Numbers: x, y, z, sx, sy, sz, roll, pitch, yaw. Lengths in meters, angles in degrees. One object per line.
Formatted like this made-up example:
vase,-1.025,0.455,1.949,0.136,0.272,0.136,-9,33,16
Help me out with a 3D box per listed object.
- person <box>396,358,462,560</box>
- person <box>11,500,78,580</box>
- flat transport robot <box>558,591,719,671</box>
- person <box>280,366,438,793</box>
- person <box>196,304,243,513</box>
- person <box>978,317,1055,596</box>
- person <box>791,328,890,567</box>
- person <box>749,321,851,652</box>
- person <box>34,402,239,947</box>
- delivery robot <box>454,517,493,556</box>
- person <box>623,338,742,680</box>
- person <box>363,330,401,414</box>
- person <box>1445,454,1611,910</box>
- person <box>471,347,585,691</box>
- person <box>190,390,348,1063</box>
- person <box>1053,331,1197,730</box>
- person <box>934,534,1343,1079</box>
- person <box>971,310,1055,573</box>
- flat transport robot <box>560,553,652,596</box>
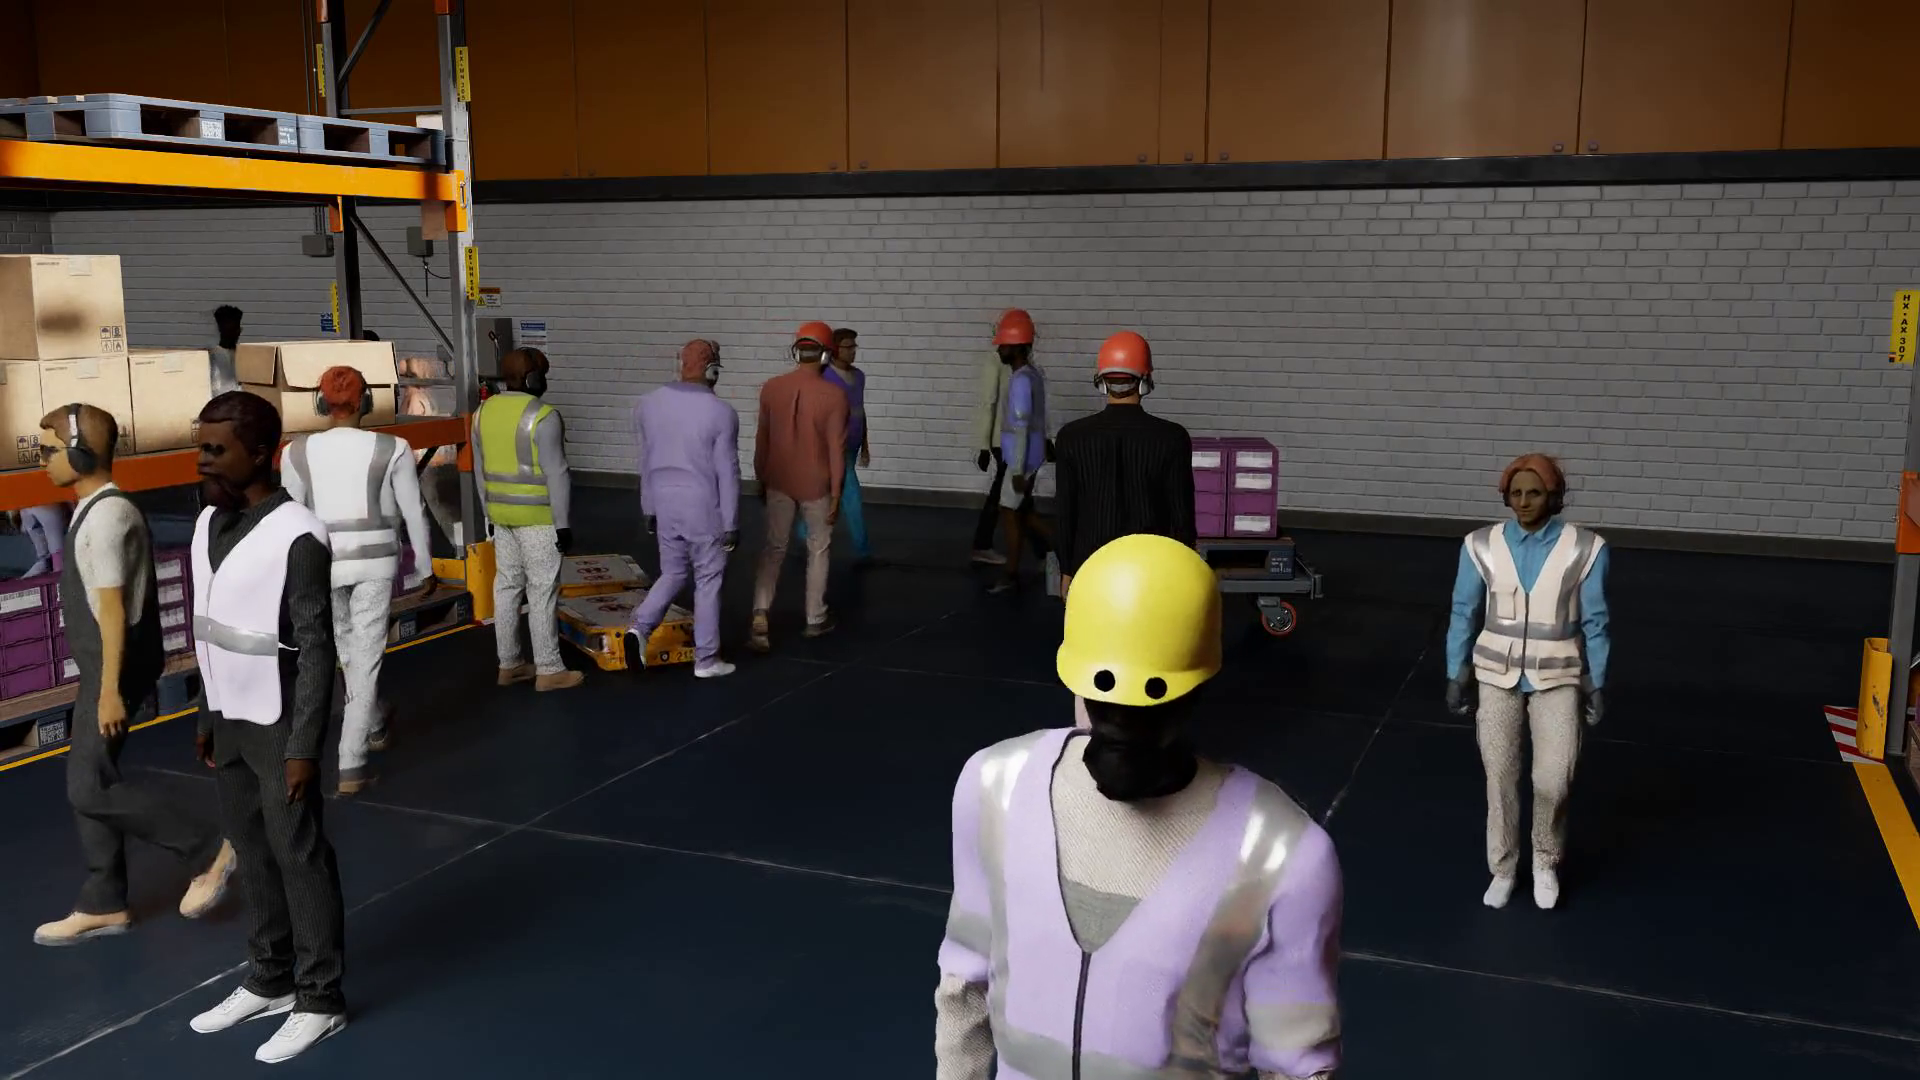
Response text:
person,-4.044,-0.556,12.366,0.864,1.596,0.513,-4,10,-24
person,-5.315,-0.182,9.613,0.534,1.757,0.482,5,10,26
flat transport robot,-2.009,0.509,9.908,0.652,0.197,1.431,-5,11,-30
person,-2.679,0.144,7.432,0.590,1.828,1.026,0,9,-1
person,-6.339,-1.065,14.396,0.817,1.946,0.614,7,12,38
person,0.486,-0.557,11.377,0.640,1.923,0.560,2,10,10
person,-0.944,-0.720,12.717,0.924,1.814,0.573,5,11,29
person,-0.989,-0.317,9.870,0.664,1.951,0.934,3,10,19
person,-2.813,0.451,5.559,0.597,1.824,0.538,-5,11,-29
delivery robot,-3.285,-0.025,12.001,0.707,0.478,0.477,3,10,20
person,-1.489,-0.138,8.975,0.671,1.882,0.613,5,11,28
person,-5.291,-1.038,14.972,0.533,1.697,0.318,-8,13,-41
person,1.968,0.511,5.804,0.542,1.624,0.391,5,11,28
person,-2.311,-0.114,8.940,0.634,1.839,0.429,6,11,33
person,-2.009,0.526,4.821,0.593,1.922,0.392,7,12,36
person,0.700,0.118,7.057,0.611,1.997,0.375,3,10,16
person,0.221,0.926,2.402,0.647,1.914,0.509,5,11,29
person,0.447,-0.736,12.402,1.006,1.939,0.619,6,11,31
flat transport robot,-2.501,0.284,11.270,0.652,0.197,1.431,-3,10,-18
